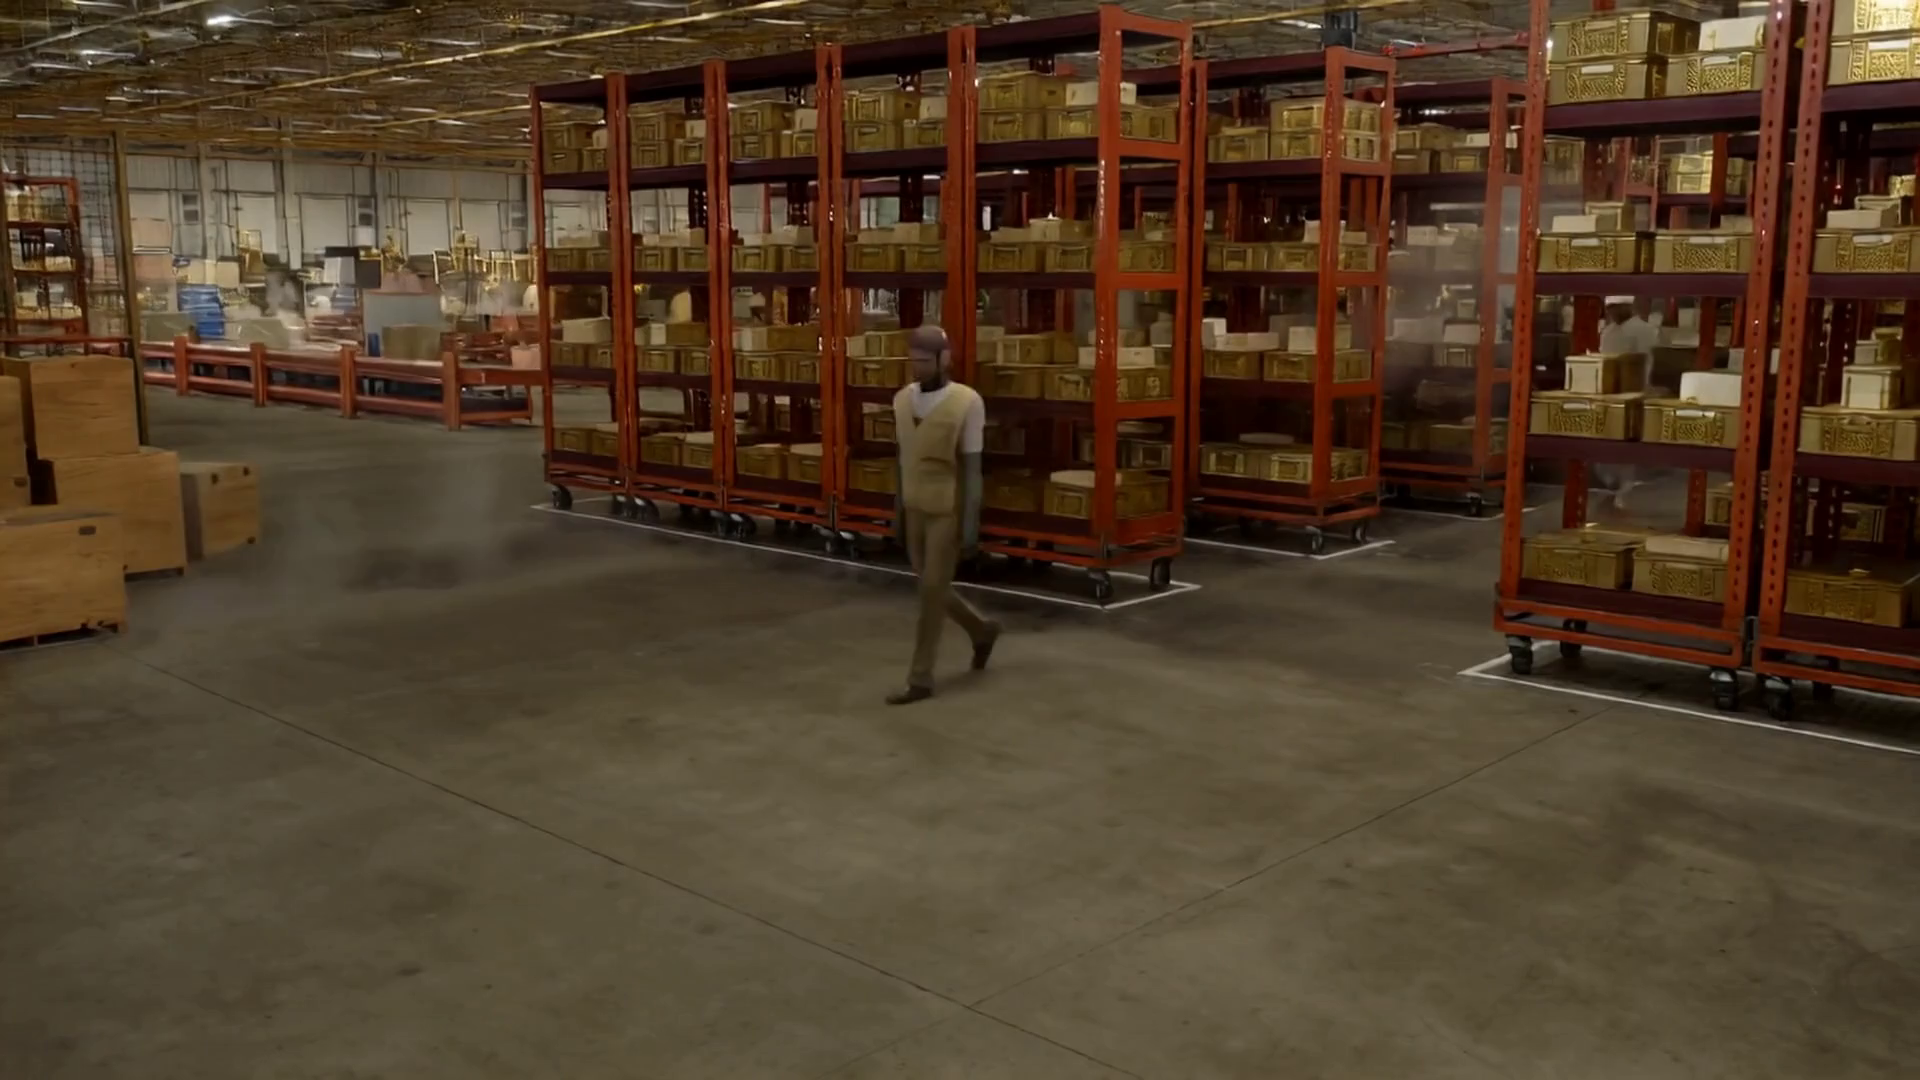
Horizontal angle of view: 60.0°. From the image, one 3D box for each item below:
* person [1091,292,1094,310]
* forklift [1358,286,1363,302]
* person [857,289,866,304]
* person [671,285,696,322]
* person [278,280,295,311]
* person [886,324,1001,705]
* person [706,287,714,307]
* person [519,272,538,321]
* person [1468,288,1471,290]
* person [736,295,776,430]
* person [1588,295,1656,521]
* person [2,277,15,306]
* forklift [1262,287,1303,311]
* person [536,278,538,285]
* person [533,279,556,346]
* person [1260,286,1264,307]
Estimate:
[{"bbox_3d":[4.226,-7.176,51.803,0.392,1.620,0.500,-7,12,-38],"label":"person"},{"bbox_3d":[11.100,-7.017,46.970,1.873,2.768,1.129,9,13,43],"label":"forklift"},{"bbox_3d":[-3.587,-8.504,59.567,0.713,1.746,0.528,8,12,39],"label":"person"},{"bbox_3d":[-5.419,-4.190,32.891,0.656,1.816,1.054,8,12,42],"label":"person"},{"bbox_3d":[-21.634,-7.486,53.470,0.493,1.697,0.904,-5,10,-26],"label":"person"},{"bbox_3d":[-0.065,-0.144,8.097,0.780,1.821,0.578,-8,13,-42],"label":"person"},{"bbox_3d":[-7.361,-6.839,49.192,0.876,1.791,0.628,9,13,44],"label":"person"},{"bbox_3d":[-10.324,-5.447,40.060,1.022,2.005,0.629,2,10,13],"label":"person"},{"bbox_3d":[19.691,-9.176,64.055,0.377,1.622,0.514,1,9,3],"label":"person"},{"bbox_3d":[-2.643,-2.263,21.348,0.864,1.731,0.533,-9,13,-43],"label":"person"},{"bbox_3d":[5.408,-1.135,13.661,0.439,1.980,0.621,-4,10,-24],"label":"person"},{"bbox_3d":[-31.956,-8.025,56.018,1.038,1.939,0.610,1,9,9],"label":"person"},{"bbox_3d":[10.769,-8.203,54.240,1.129,2.768,1.873,8,12,42],"label":"forklift"},{"bbox_3d":[-22.758,-13.584,90.480,0.524,1.827,0.630,0,9,3],"label":"person"},{"bbox_3d":[-9.859,-5.280,39.349,0.996,1.880,0.551,6,11,31],"label":"person"},{"bbox_3d":[10.888,-8.857,60.807,0.605,2.045,0.383,2,10,13],"label":"person"}]
